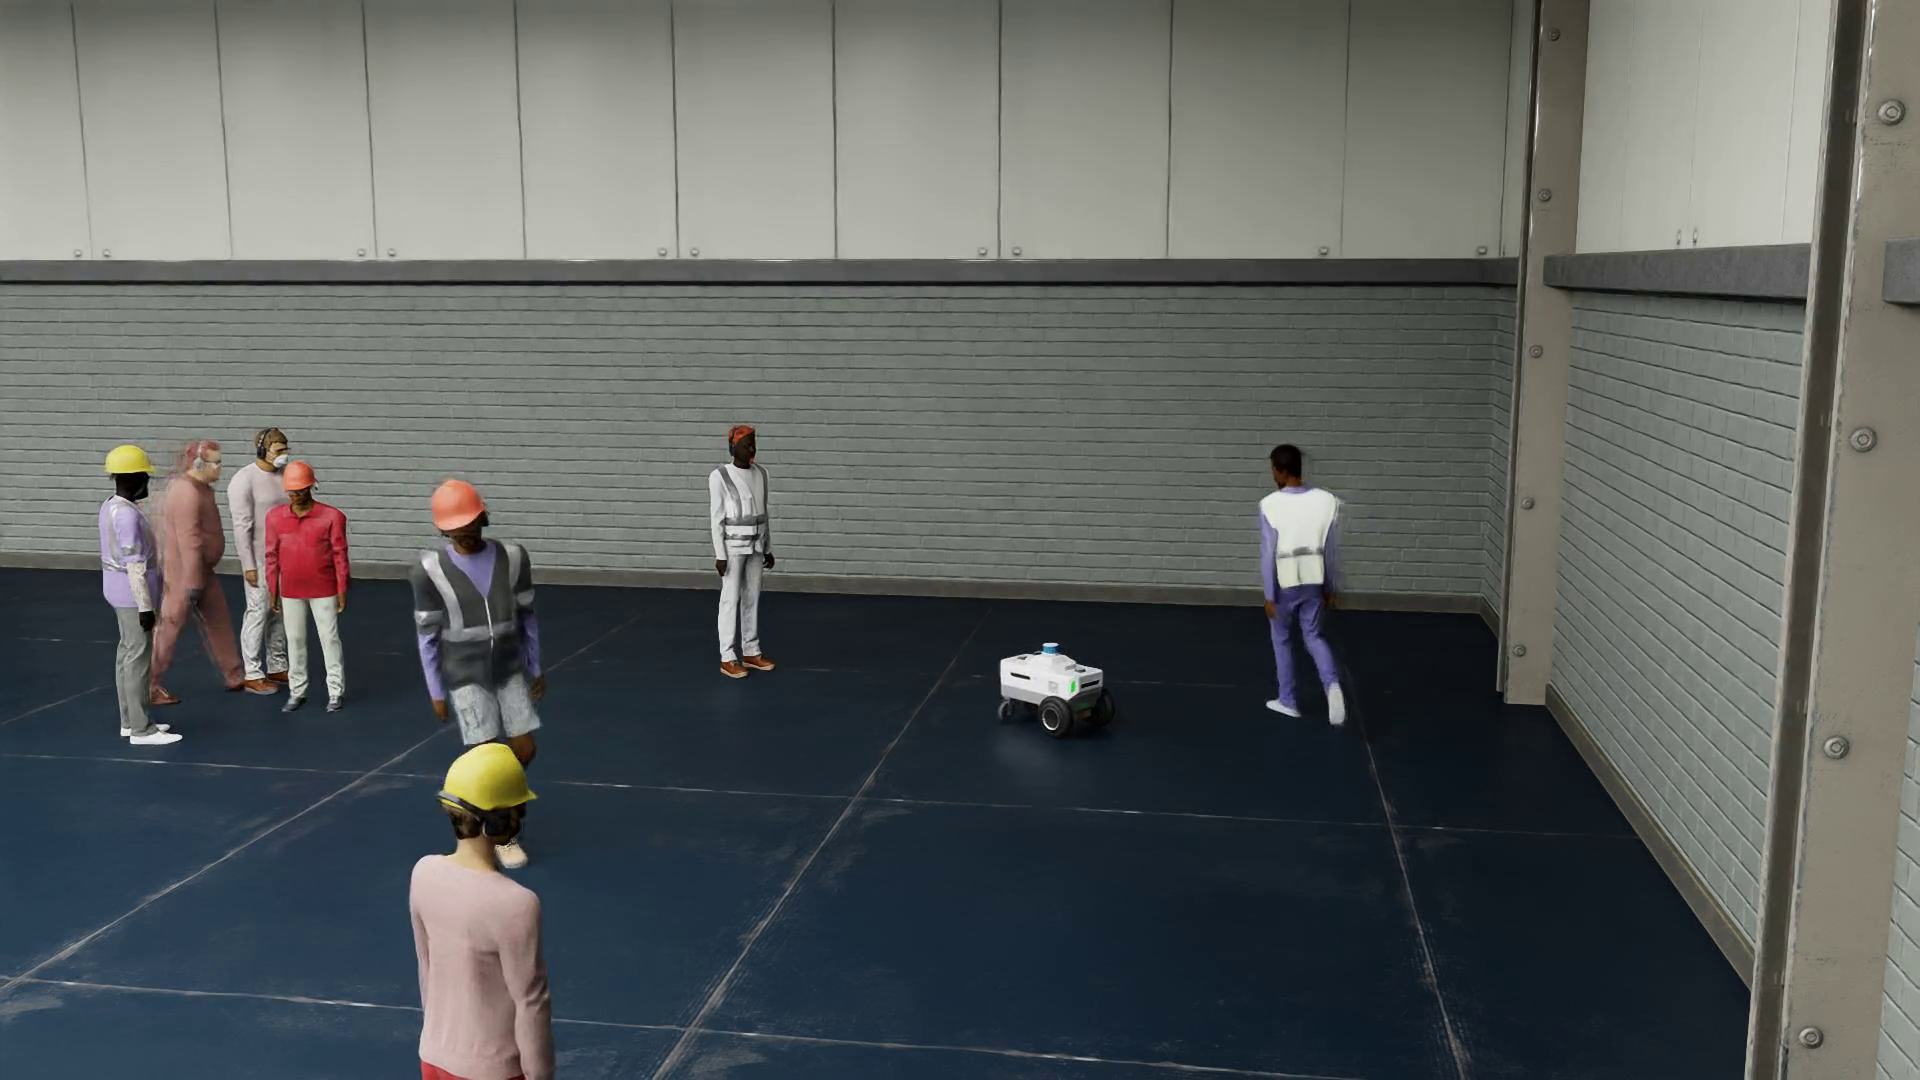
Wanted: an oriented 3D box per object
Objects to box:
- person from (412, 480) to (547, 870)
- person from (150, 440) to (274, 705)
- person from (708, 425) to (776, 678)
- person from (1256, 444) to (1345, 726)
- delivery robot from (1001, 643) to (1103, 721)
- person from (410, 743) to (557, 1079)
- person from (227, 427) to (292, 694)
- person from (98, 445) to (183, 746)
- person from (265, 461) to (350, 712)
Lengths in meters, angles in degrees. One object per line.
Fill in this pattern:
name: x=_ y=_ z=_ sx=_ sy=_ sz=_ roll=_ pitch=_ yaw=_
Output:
person: x=-2.419 y=0.675 z=8.445 sx=0.664 sy=2.002 sz=0.482 roll=-7 pitch=11 yaw=-35
person: x=-5.404 y=0.229 z=11.709 sx=0.879 sy=1.858 sz=0.646 roll=-2 pitch=10 yaw=-15
person: x=-1.627 y=0.078 z=12.505 sx=0.355 sy=1.882 sz=0.575 roll=7 pitch=11 yaw=36
person: x=2.277 y=0.307 z=11.089 sx=0.608 sy=1.882 sz=0.778 roll=-3 pitch=10 yaw=-17
delivery robot: x=0.603 y=0.927 z=11.062 sx=0.477 sy=0.478 sz=0.707 roll=-9 pitch=13 yaw=-43
person: x=-1.298 y=1.425 z=4.595 sx=0.522 sy=1.757 sz=0.351 roll=7 pitch=11 yaw=36
person: x=-4.964 y=0.146 z=11.981 sx=0.389 sy=1.925 sz=0.624 roll=3 pitch=10 yaw=20
person: x=-5.280 y=0.354 z=10.654 sx=0.359 sy=1.930 sz=0.587 roll=-7 pitch=11 yaw=-36
person: x=-4.485 y=0.324 z=11.418 sx=0.570 sy=1.743 sz=0.352 roll=0 pitch=9 yaw=-2
